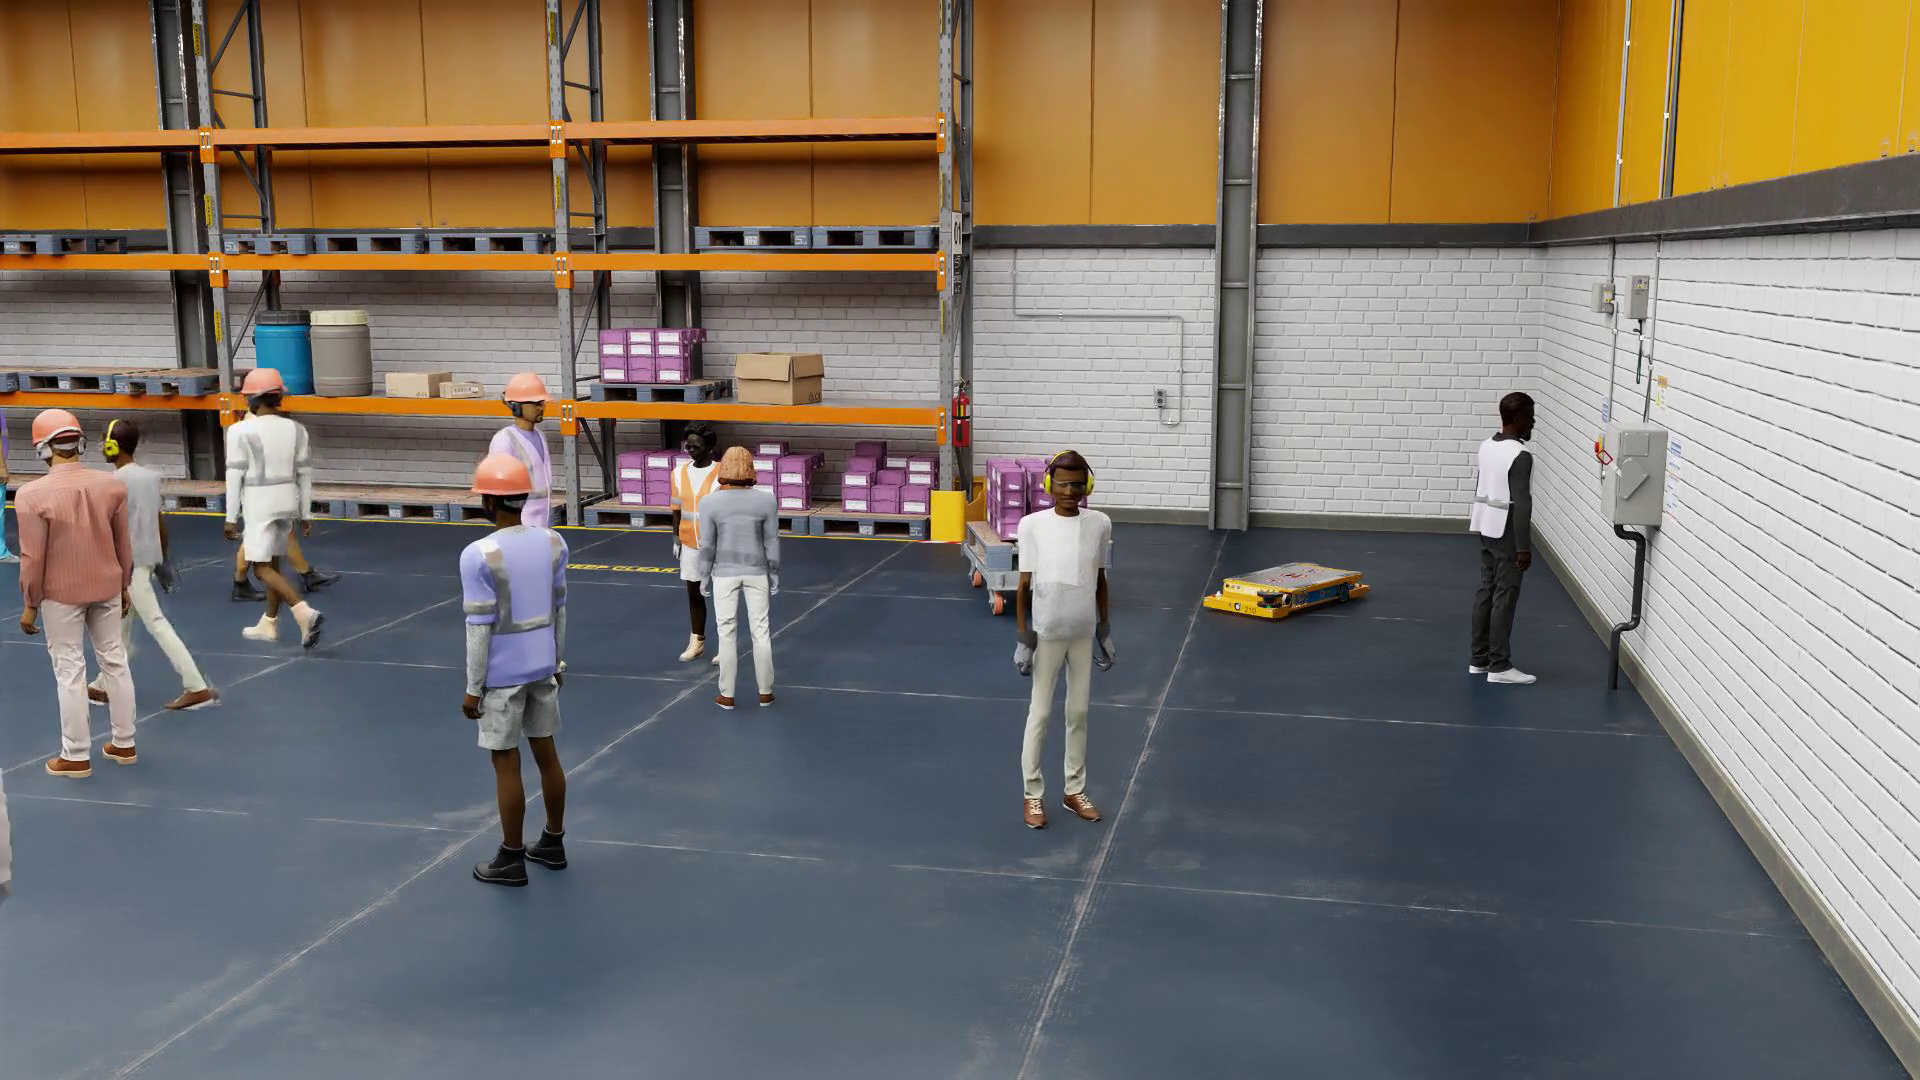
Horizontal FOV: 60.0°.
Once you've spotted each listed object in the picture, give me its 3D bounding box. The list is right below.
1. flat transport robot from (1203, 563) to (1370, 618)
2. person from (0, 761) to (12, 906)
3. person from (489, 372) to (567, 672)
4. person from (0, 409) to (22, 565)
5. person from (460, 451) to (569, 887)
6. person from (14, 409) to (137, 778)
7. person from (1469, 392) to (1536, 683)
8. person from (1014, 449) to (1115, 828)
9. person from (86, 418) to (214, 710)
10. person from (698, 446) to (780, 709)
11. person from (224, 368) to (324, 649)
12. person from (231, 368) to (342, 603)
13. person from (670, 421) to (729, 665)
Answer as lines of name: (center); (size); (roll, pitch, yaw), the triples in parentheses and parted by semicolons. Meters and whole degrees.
flat transport robot: (2.654, 0.391, 13.421); (0.652, 0.197, 1.431); (9, 13, 43)
person: (-3.332, 1.079, 5.335); (0.523, 1.619, 0.459); (-3, 10, -15)
person: (-2.841, -0.085, 10.999); (0.378, 2.045, 0.605); (2, 10, 10)
person: (-8.855, -0.686, 15.141); (0.565, 1.846, 0.390); (7, 12, 37)
person: (-1.991, 0.572, 7.415); (0.350, 1.941, 0.545); (7, 12, 34)
person: (-4.770, 0.286, 8.979); (0.393, 1.985, 0.611); (6, 11, 31)
person: (3.586, -0.018, 10.981); (0.376, 1.915, 0.599); (-1, 10, -8)
person: (0.520, 0.480, 8.185); (0.526, 1.865, 0.315); (-3, 10, -19)
person: (-5.097, 0.165, 10.221); (0.985, 1.817, 0.521); (0, 10, 2)
person: (-1.366, 0.234, 10.319); (0.504, 1.632, 0.269); (-2, 10, -14)
person: (-4.885, -0.216, 11.876); (0.896, 2.022, 0.611); (5, 11, 28)
person: (-5.552, -0.446, 13.575); (0.946, 1.890, 0.568); (-5, 11, -25)
person: (-1.750, 0.019, 11.436); (0.530, 1.689, 0.321); (3, 10, 19)
